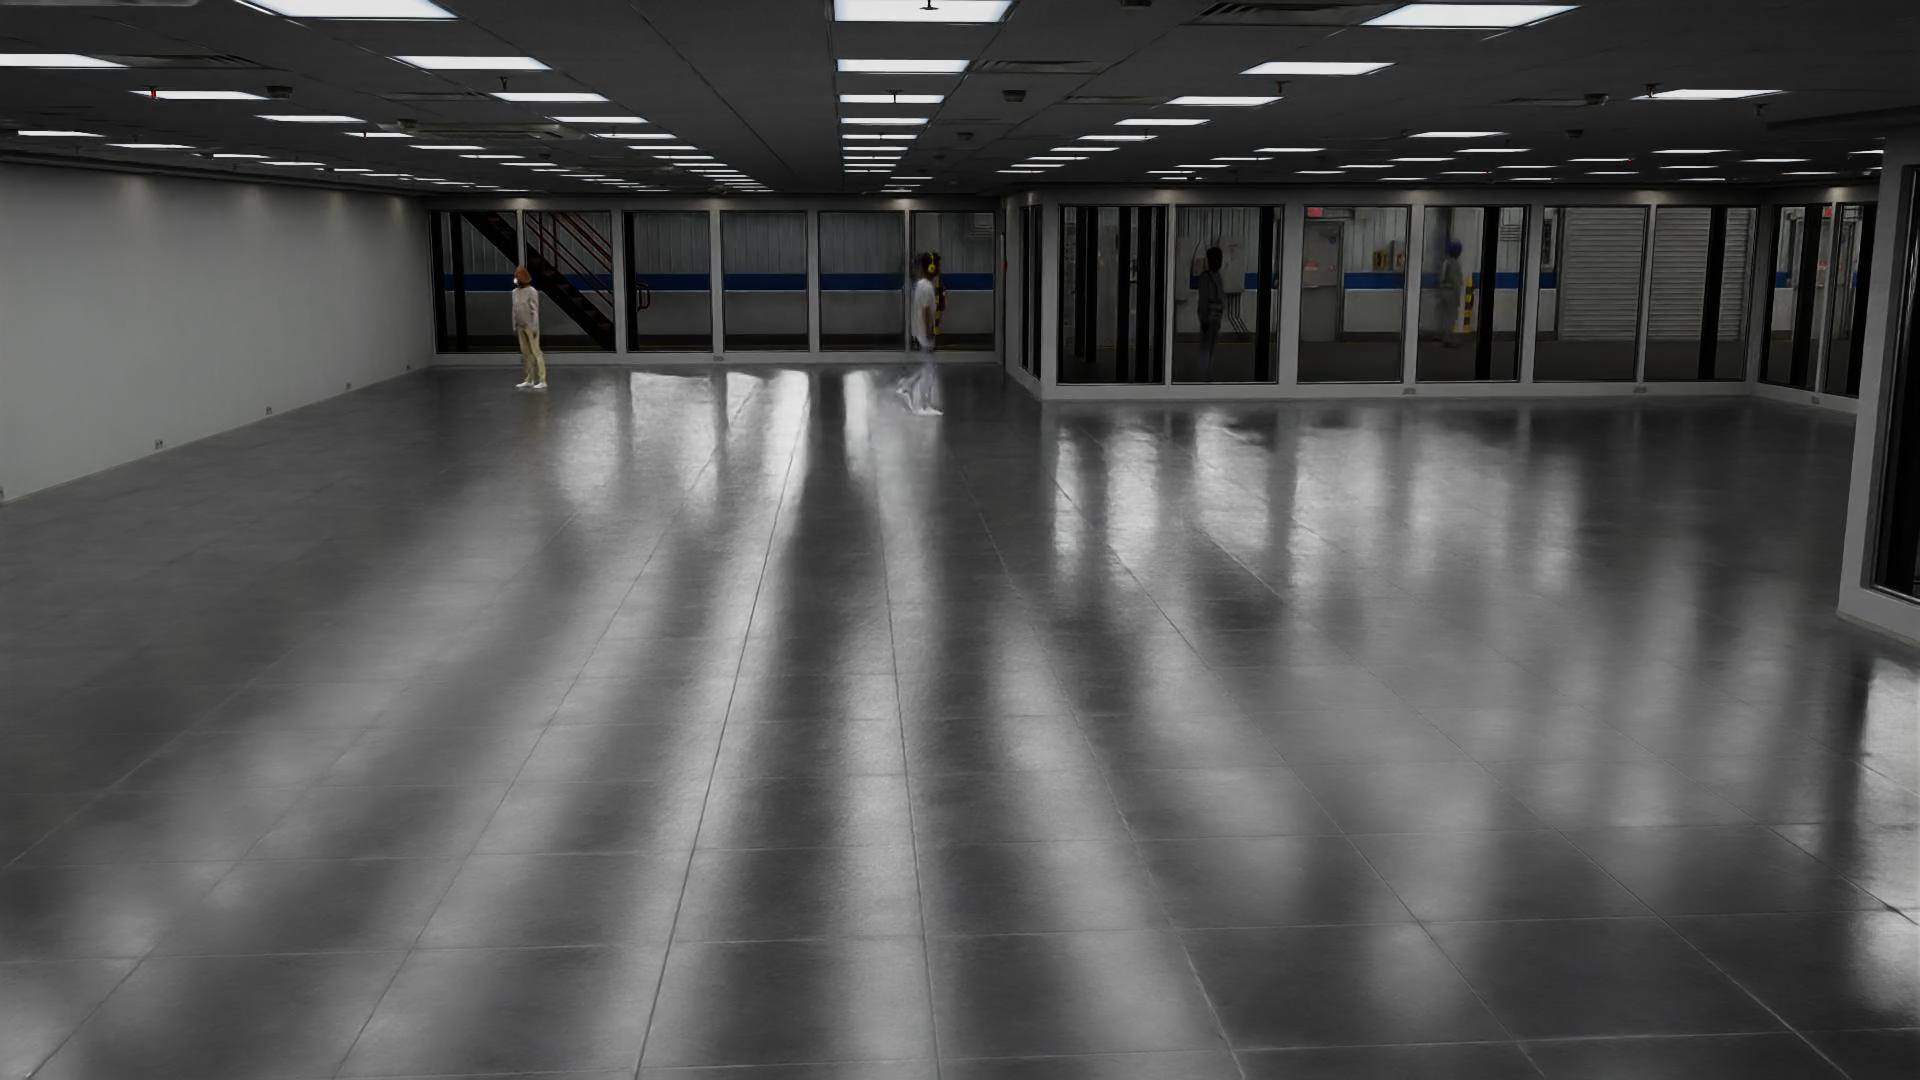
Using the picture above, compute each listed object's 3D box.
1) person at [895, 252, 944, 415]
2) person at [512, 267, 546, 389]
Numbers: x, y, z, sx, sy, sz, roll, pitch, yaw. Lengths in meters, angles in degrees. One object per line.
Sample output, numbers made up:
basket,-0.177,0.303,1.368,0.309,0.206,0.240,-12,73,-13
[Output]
person,-0.432,-2.335,18.926,0.474,1.860,0.508,-1,11,-8
person,-5.796,-2.832,22.240,0.514,1.621,0.316,8,13,36
